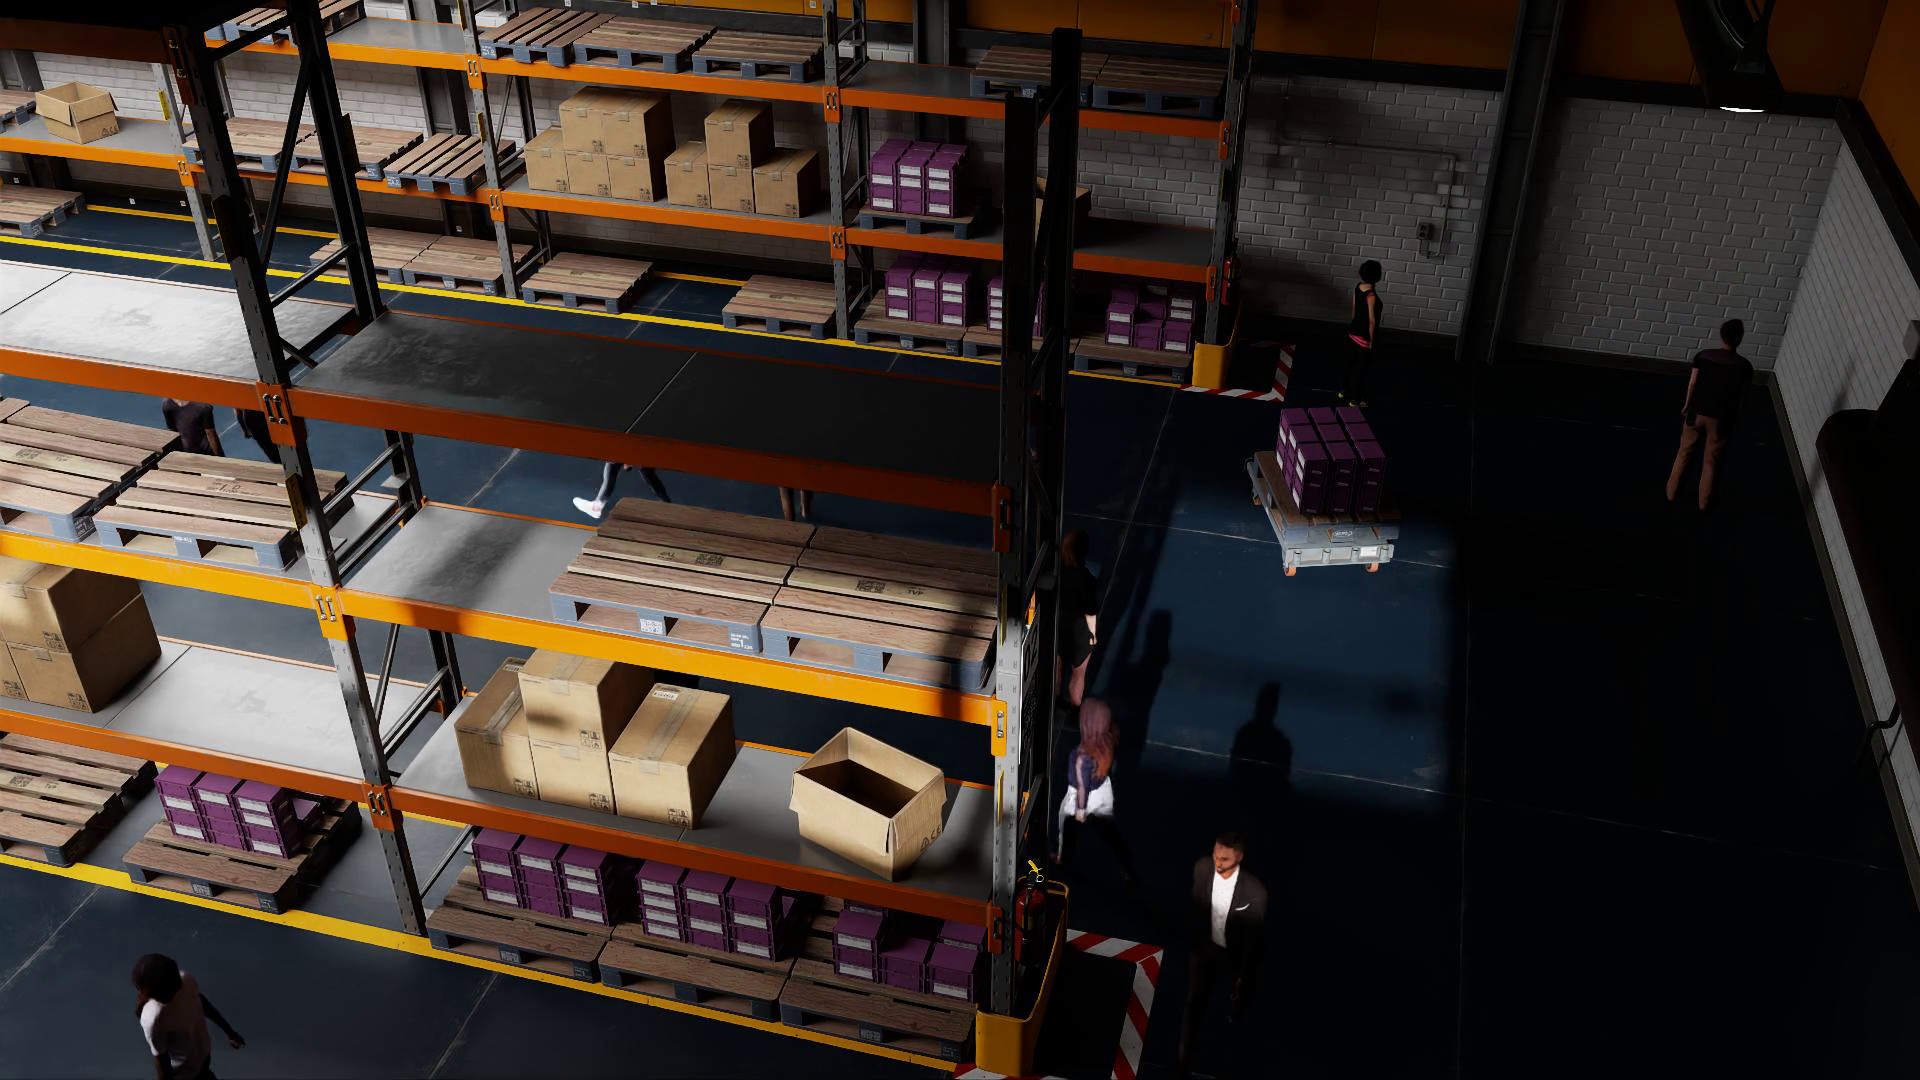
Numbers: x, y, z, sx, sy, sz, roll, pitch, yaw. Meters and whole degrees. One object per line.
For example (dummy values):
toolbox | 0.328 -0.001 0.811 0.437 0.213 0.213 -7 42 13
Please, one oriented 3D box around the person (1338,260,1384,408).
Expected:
person | 4.035 -2.085 16.659 0.649 1.548 0.621 -9 35 -14

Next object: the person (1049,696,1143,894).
person | 0.904 1.702 10.930 1.120 1.583 0.895 25 41 33

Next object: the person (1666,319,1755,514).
person | 6.750 -1.127 14.954 0.688 1.840 0.832 24 41 32

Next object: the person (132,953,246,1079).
person | -4.270 2.876 9.081 1.197 1.675 0.841 -2 34 -3

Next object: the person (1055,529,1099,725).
person | 0.846 0.648 12.404 0.715 1.706 0.623 -23 40 -31

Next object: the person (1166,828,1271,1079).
person | 1.615 2.354 9.801 1.234 1.747 0.978 20 39 28
